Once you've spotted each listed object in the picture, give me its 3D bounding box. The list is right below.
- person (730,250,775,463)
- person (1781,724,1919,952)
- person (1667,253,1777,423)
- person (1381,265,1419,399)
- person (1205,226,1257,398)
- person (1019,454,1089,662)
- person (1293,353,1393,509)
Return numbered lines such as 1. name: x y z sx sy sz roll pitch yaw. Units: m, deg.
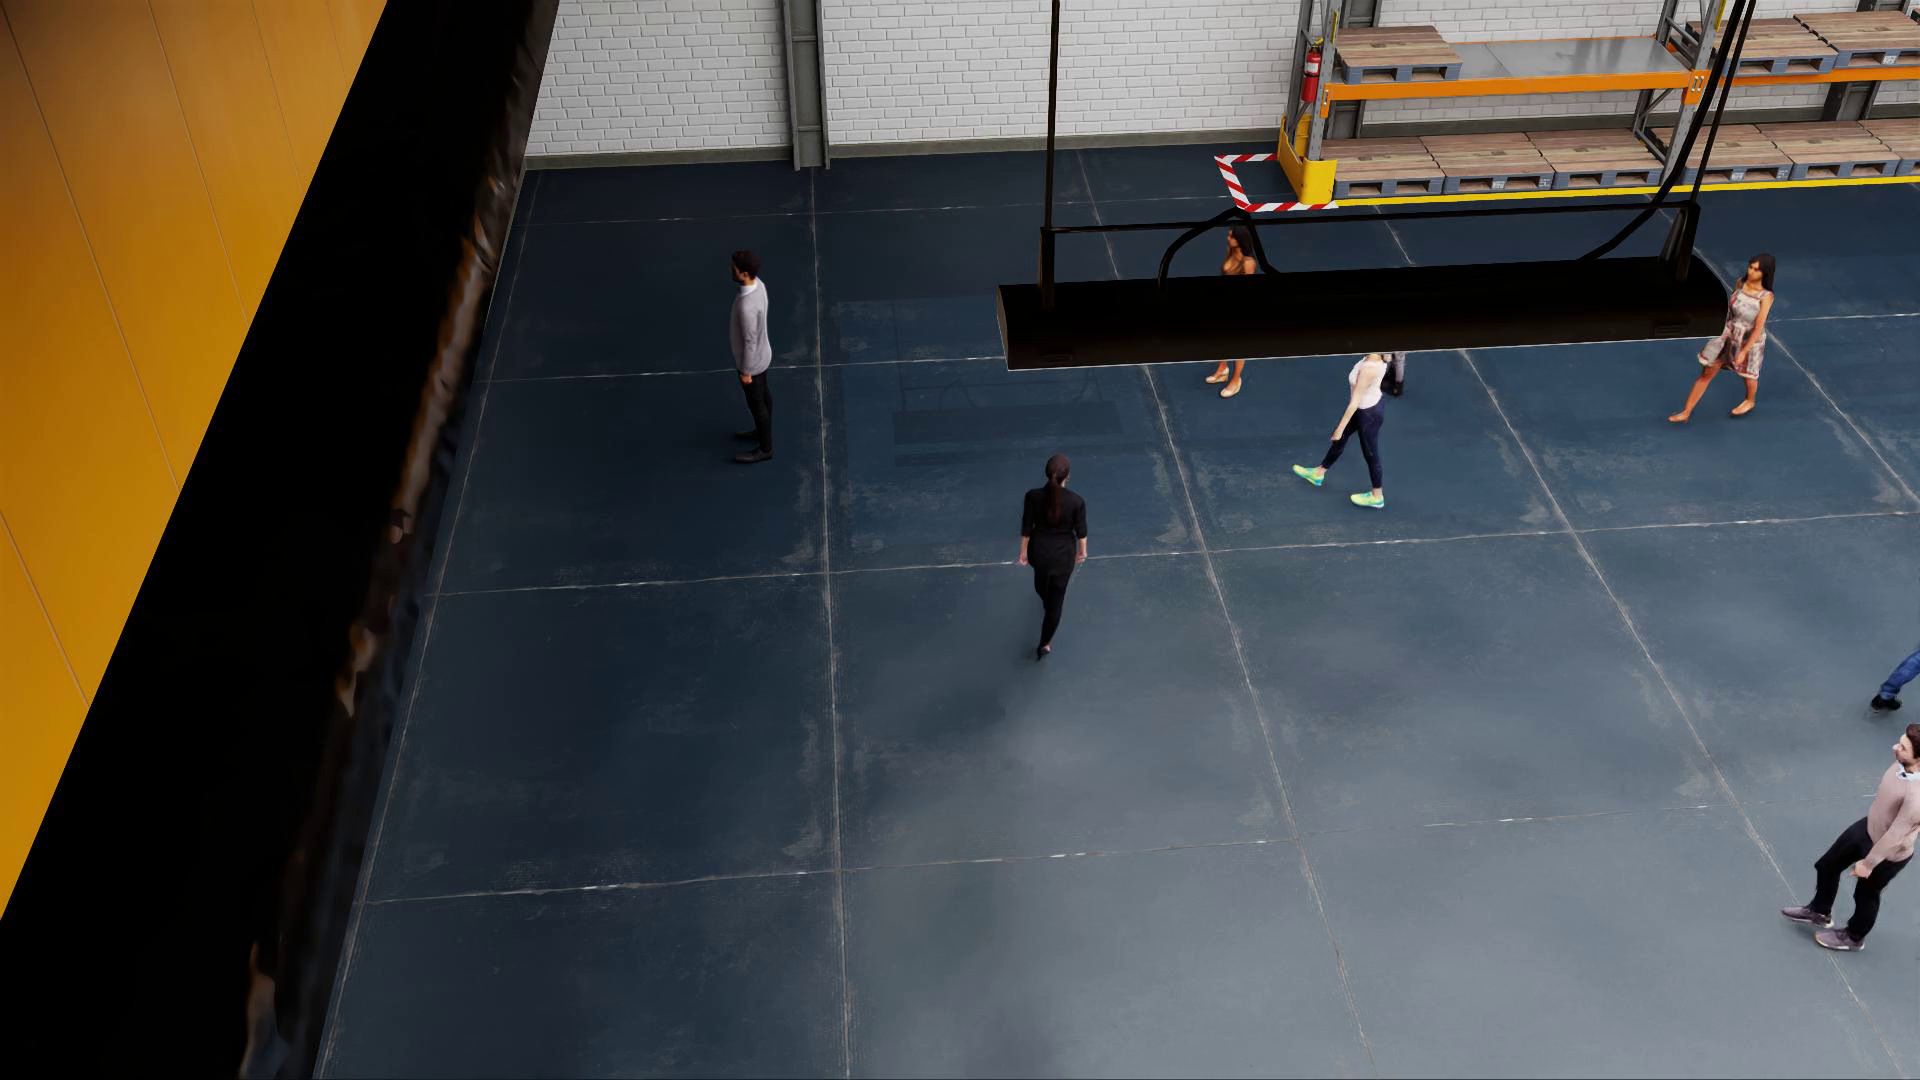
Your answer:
1. person: -1.699 -1.523 13.687 0.625 1.923 0.736 -1 39 -1
2. person: 5.432 1.778 9.657 0.772 1.794 0.716 6 39 8
3. person: 6.713 -1.695 14.165 1.214 1.594 0.879 -16 41 -19
4. person: 3.935 -1.807 14.565 0.644 1.272 0.703 -29 47 -32
5. person: 2.399 -2.025 14.507 0.597 1.685 0.618 -14 41 -17
6. person: 0.625 0.180 11.792 1.009 1.628 0.914 11 40 13
7. person: 3.303 -0.950 13.170 1.129 1.674 0.938 15 41 18
